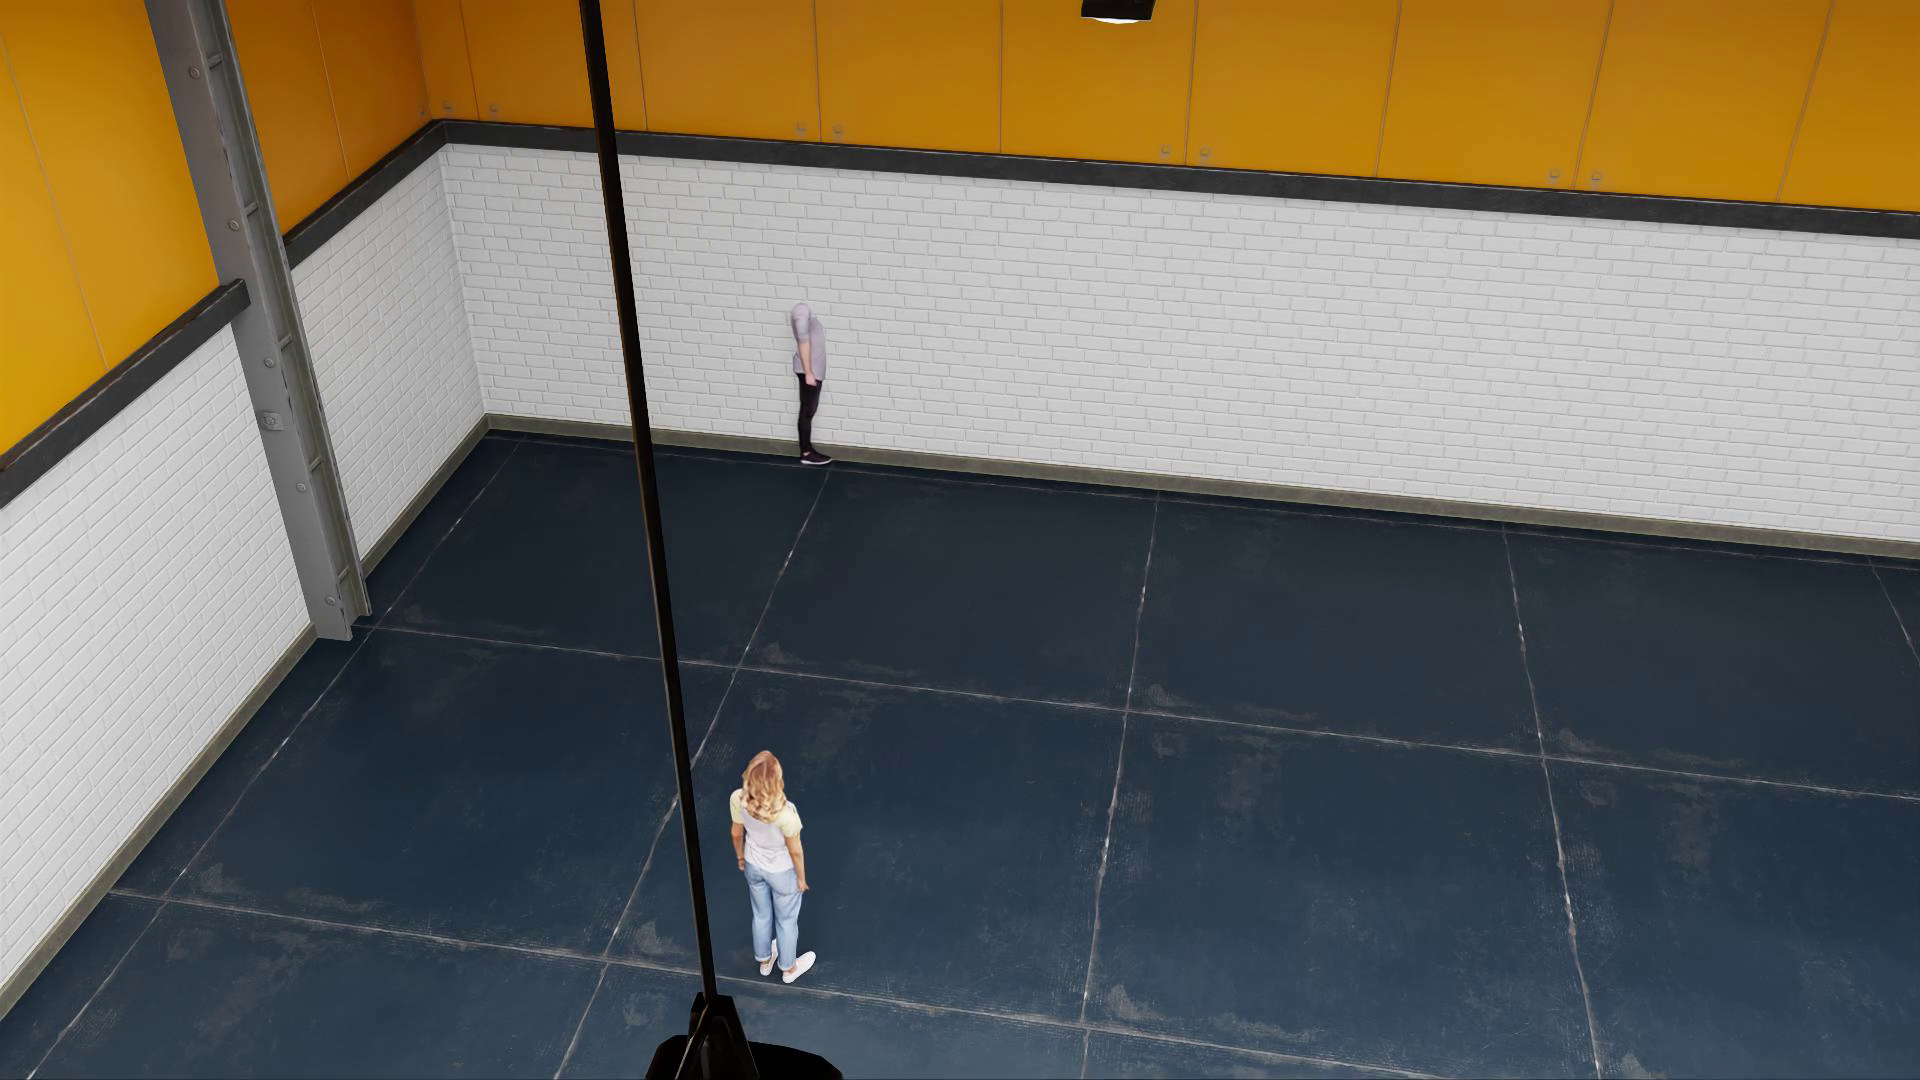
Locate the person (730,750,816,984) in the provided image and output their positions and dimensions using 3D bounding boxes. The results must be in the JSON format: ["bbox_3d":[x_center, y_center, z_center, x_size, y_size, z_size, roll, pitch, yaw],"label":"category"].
[{"bbox_3d":[-1.114,1.938,9.835,0.683,1.722,0.631,14,36,20],"label":"person"}]

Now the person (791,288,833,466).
[{"bbox_3d":[-1.357,-1.584,15.032,0.753,1.835,0.561,1,34,2],"label":"person"}]
